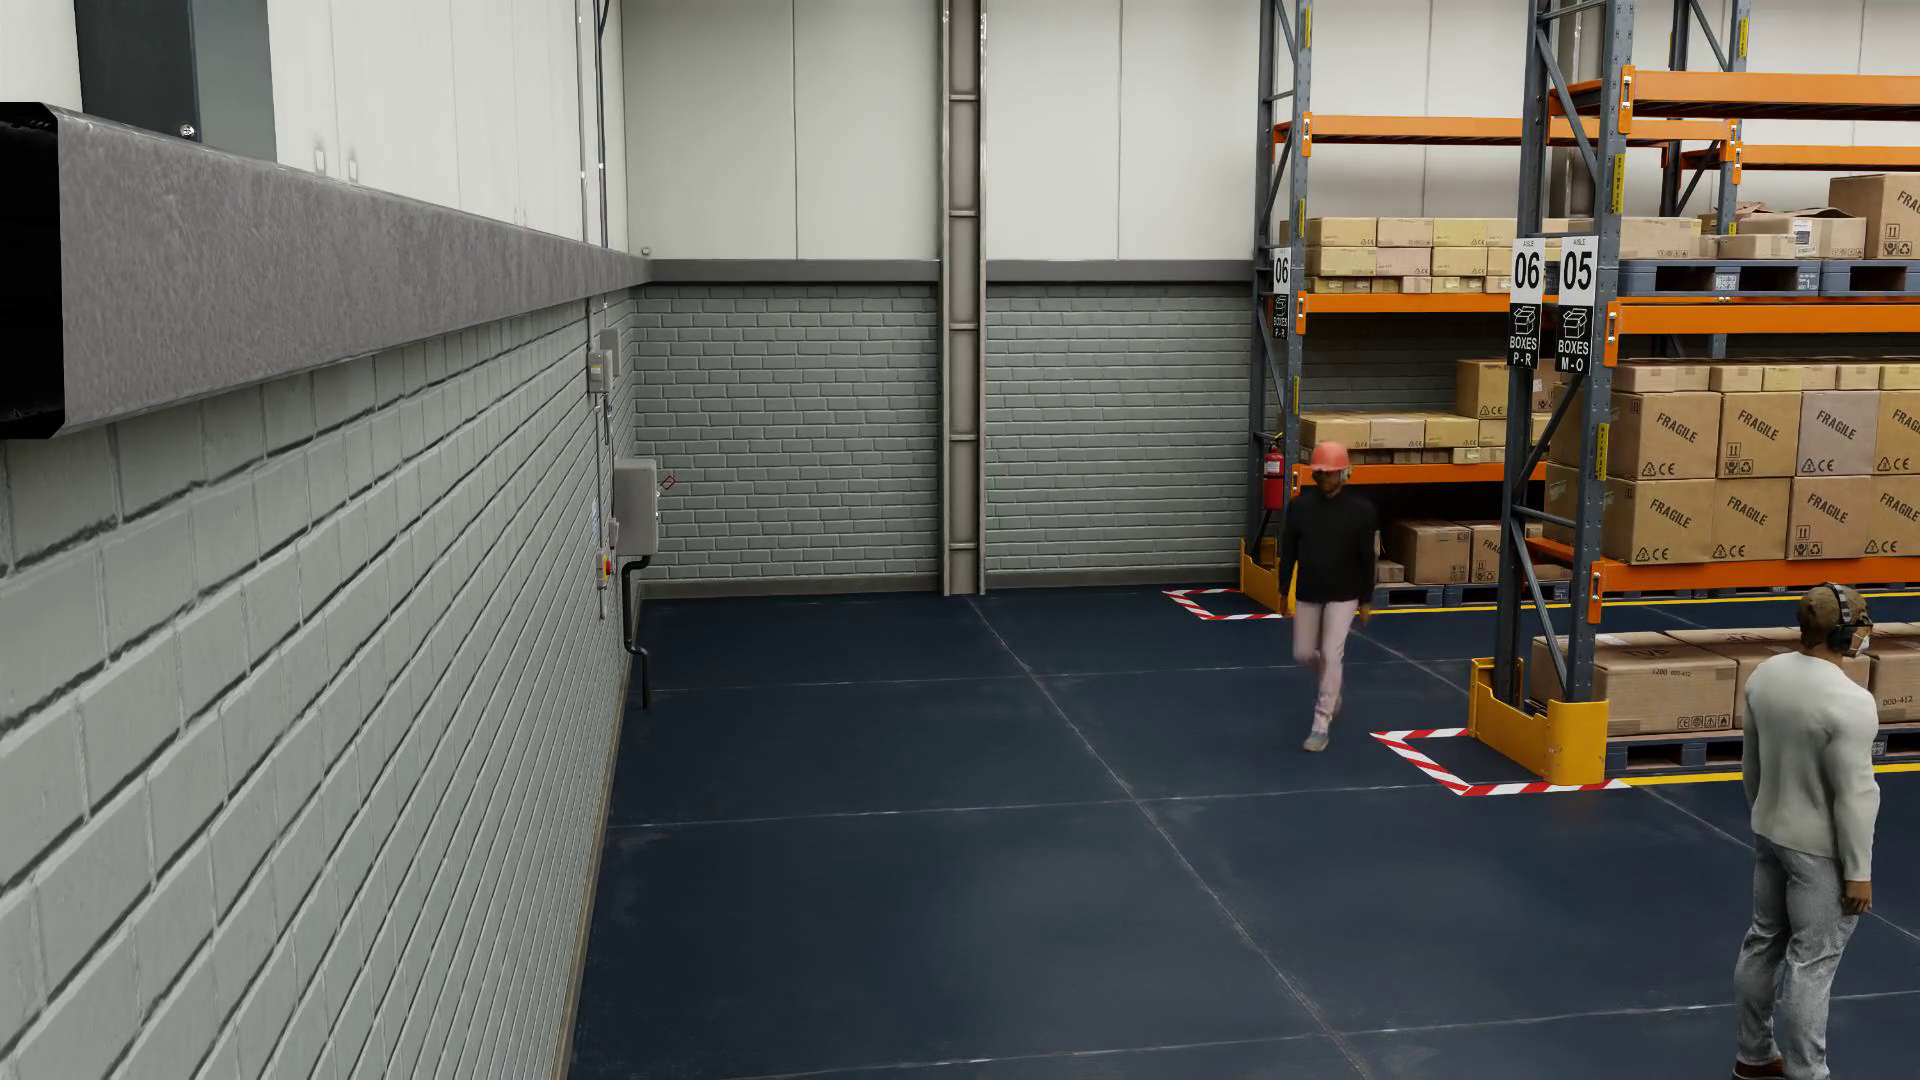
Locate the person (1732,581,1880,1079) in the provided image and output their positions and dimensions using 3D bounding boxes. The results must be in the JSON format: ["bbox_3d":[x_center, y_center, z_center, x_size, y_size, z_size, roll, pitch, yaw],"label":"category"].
[{"bbox_3d":[3.058,1.105,5.993,0.371,1.941,0.627,-1,9,-8],"label":"person"}]

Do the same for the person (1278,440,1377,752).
[{"bbox_3d":[2.367,0.324,10.700,0.632,1.975,0.758,5,11,30],"label":"person"}]
